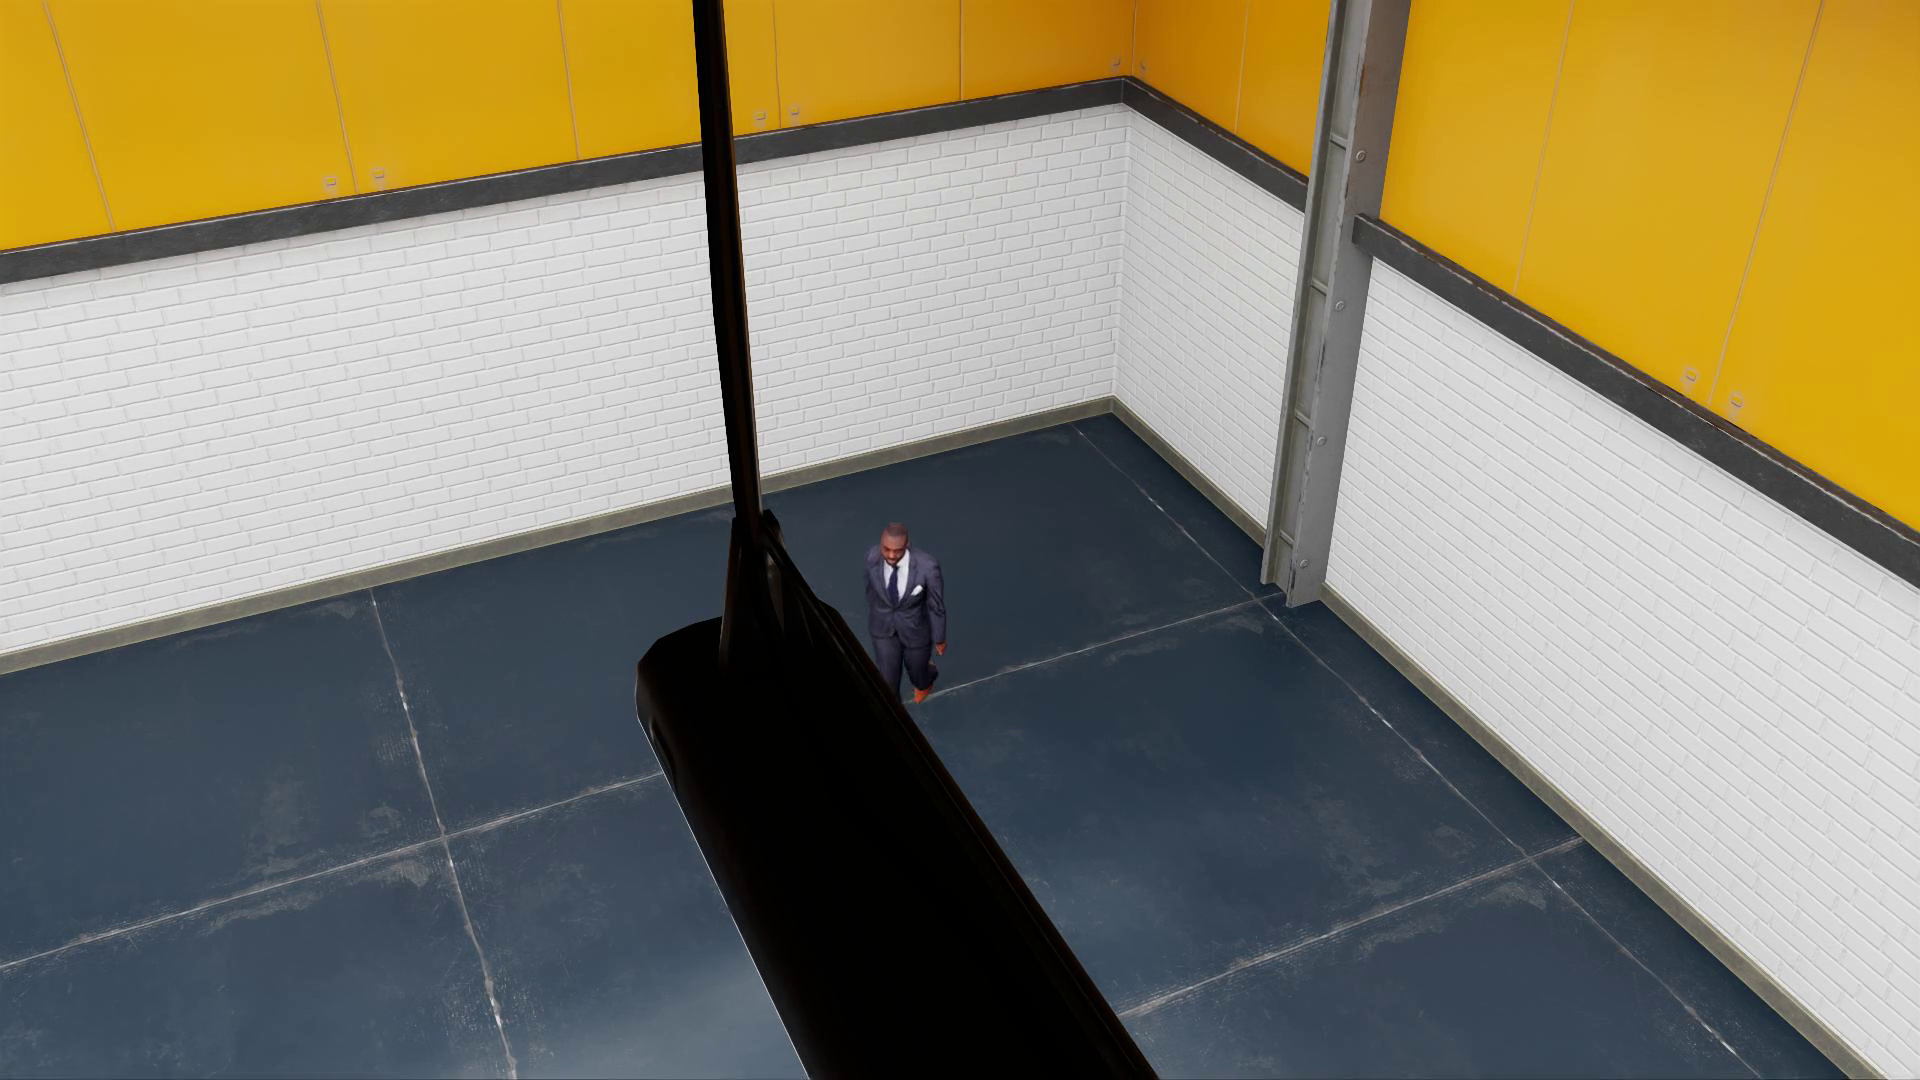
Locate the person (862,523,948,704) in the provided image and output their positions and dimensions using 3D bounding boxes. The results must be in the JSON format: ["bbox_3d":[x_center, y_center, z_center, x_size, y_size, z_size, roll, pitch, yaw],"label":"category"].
[{"bbox_3d":[-0.360,0.555,10.688,1.060,1.782,1.161,8,34,12],"label":"person"}]
